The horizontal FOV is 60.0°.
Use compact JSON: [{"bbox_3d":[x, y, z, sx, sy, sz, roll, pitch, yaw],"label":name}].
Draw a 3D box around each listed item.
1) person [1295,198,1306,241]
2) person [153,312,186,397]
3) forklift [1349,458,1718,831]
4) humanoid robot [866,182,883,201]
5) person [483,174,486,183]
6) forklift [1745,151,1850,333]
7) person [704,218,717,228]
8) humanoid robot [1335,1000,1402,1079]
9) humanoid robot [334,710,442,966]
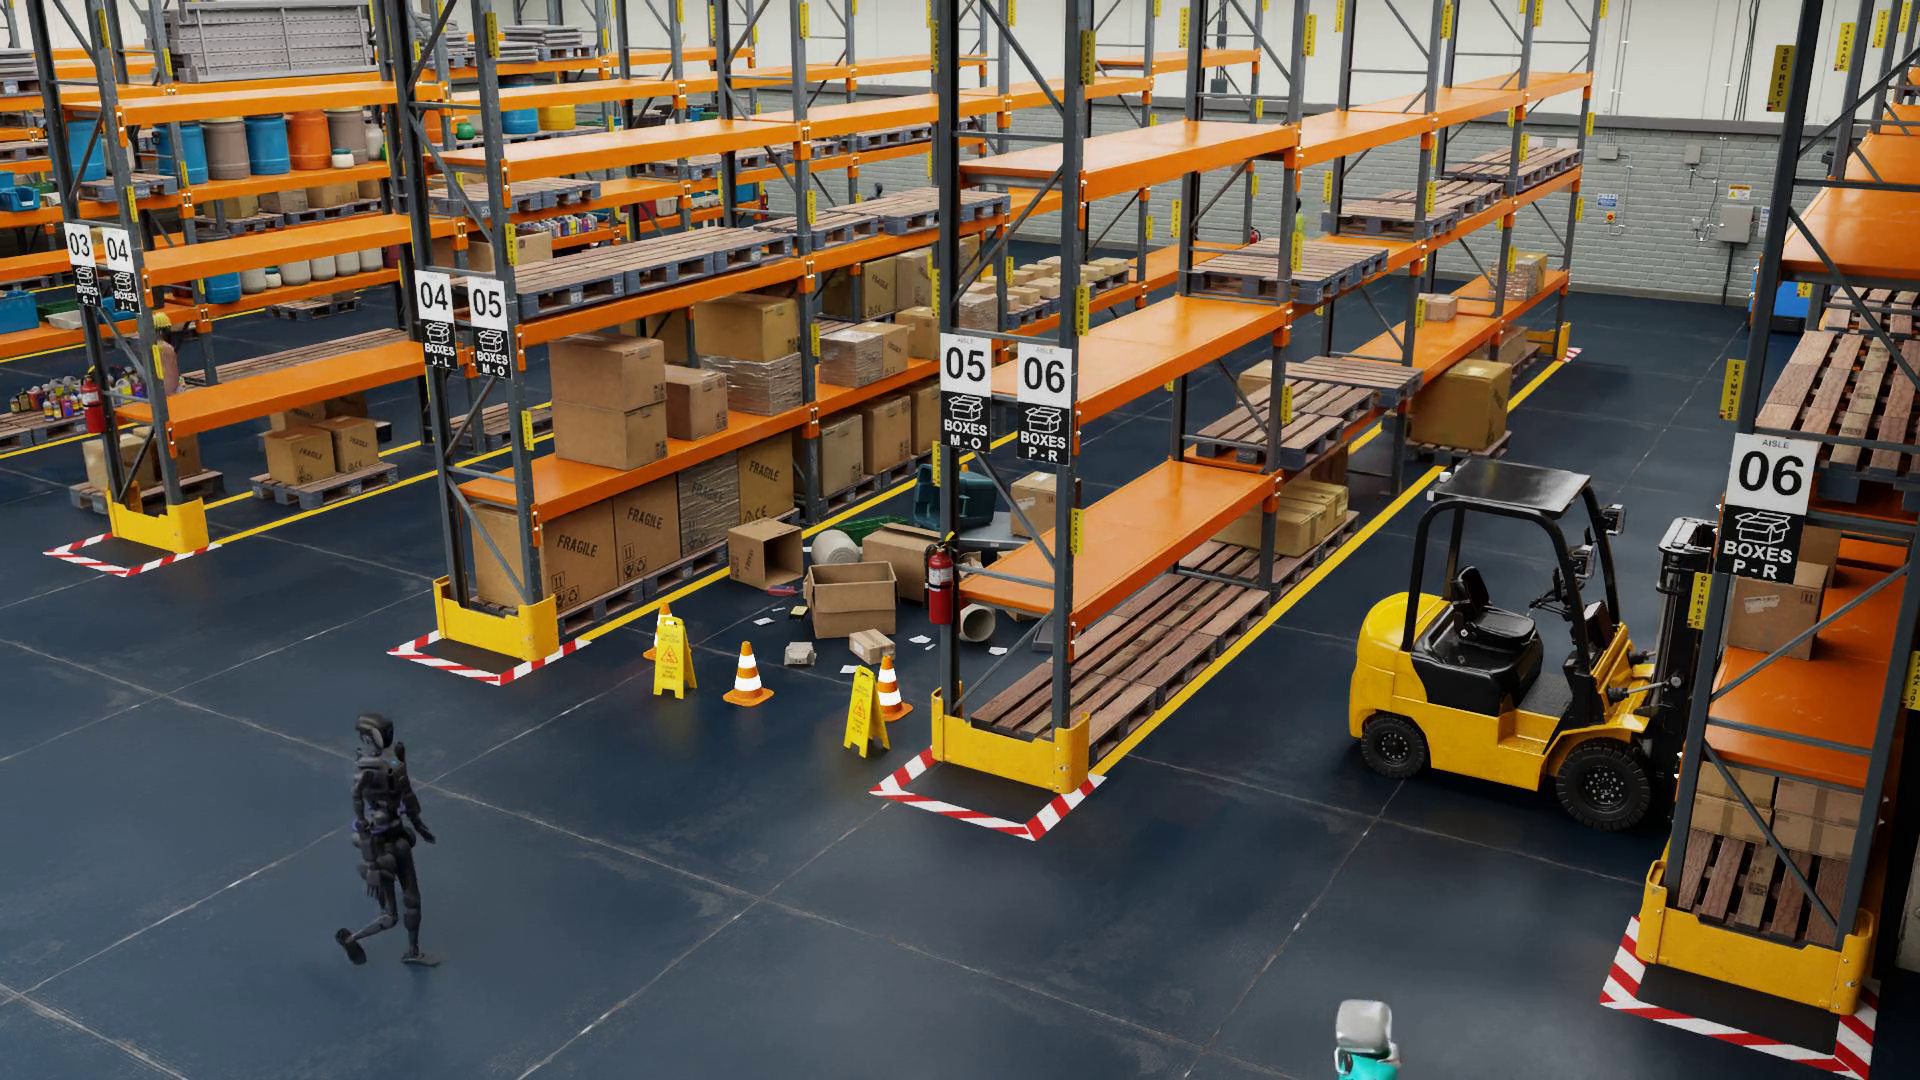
[{"bbox_3d":[6.036,-5.293,29.766,0.727,1.673,0.537,17,26,41],"label":"person"},{"bbox_3d":[-9.297,-1.813,19.586,0.528,1.751,0.458,10,22,27],"label":"person"},{"bbox_3d":[3.988,0.658,11.776,2.313,2.155,1.214,11,22,29],"label":"forklift"},{"bbox_3d":[-1.604,-6.075,32.027,0.608,1.639,0.450,-9,21,-26],"label":"humanoid robot"},{"bbox_3d":[-10.402,-7.725,36.605,0.330,1.800,0.537,7,20,20],"label":"person"},{"bbox_3d":[13.620,-4.667,26.137,1.873,2.768,1.129,11,22,29],"label":"forklift"},{"bbox_3d":[-5.242,-7.059,34.854,0.488,1.688,0.350,-6,20,-17],"label":"person"},{"bbox_3d":[1.325,2.671,6.785,0.802,1.852,0.562,3,19,9],"label":"humanoid robot"},{"bbox_3d":[-3.329,1.712,9.534,0.554,1.644,0.602,4,19,10],"label":"humanoid robot"}]
